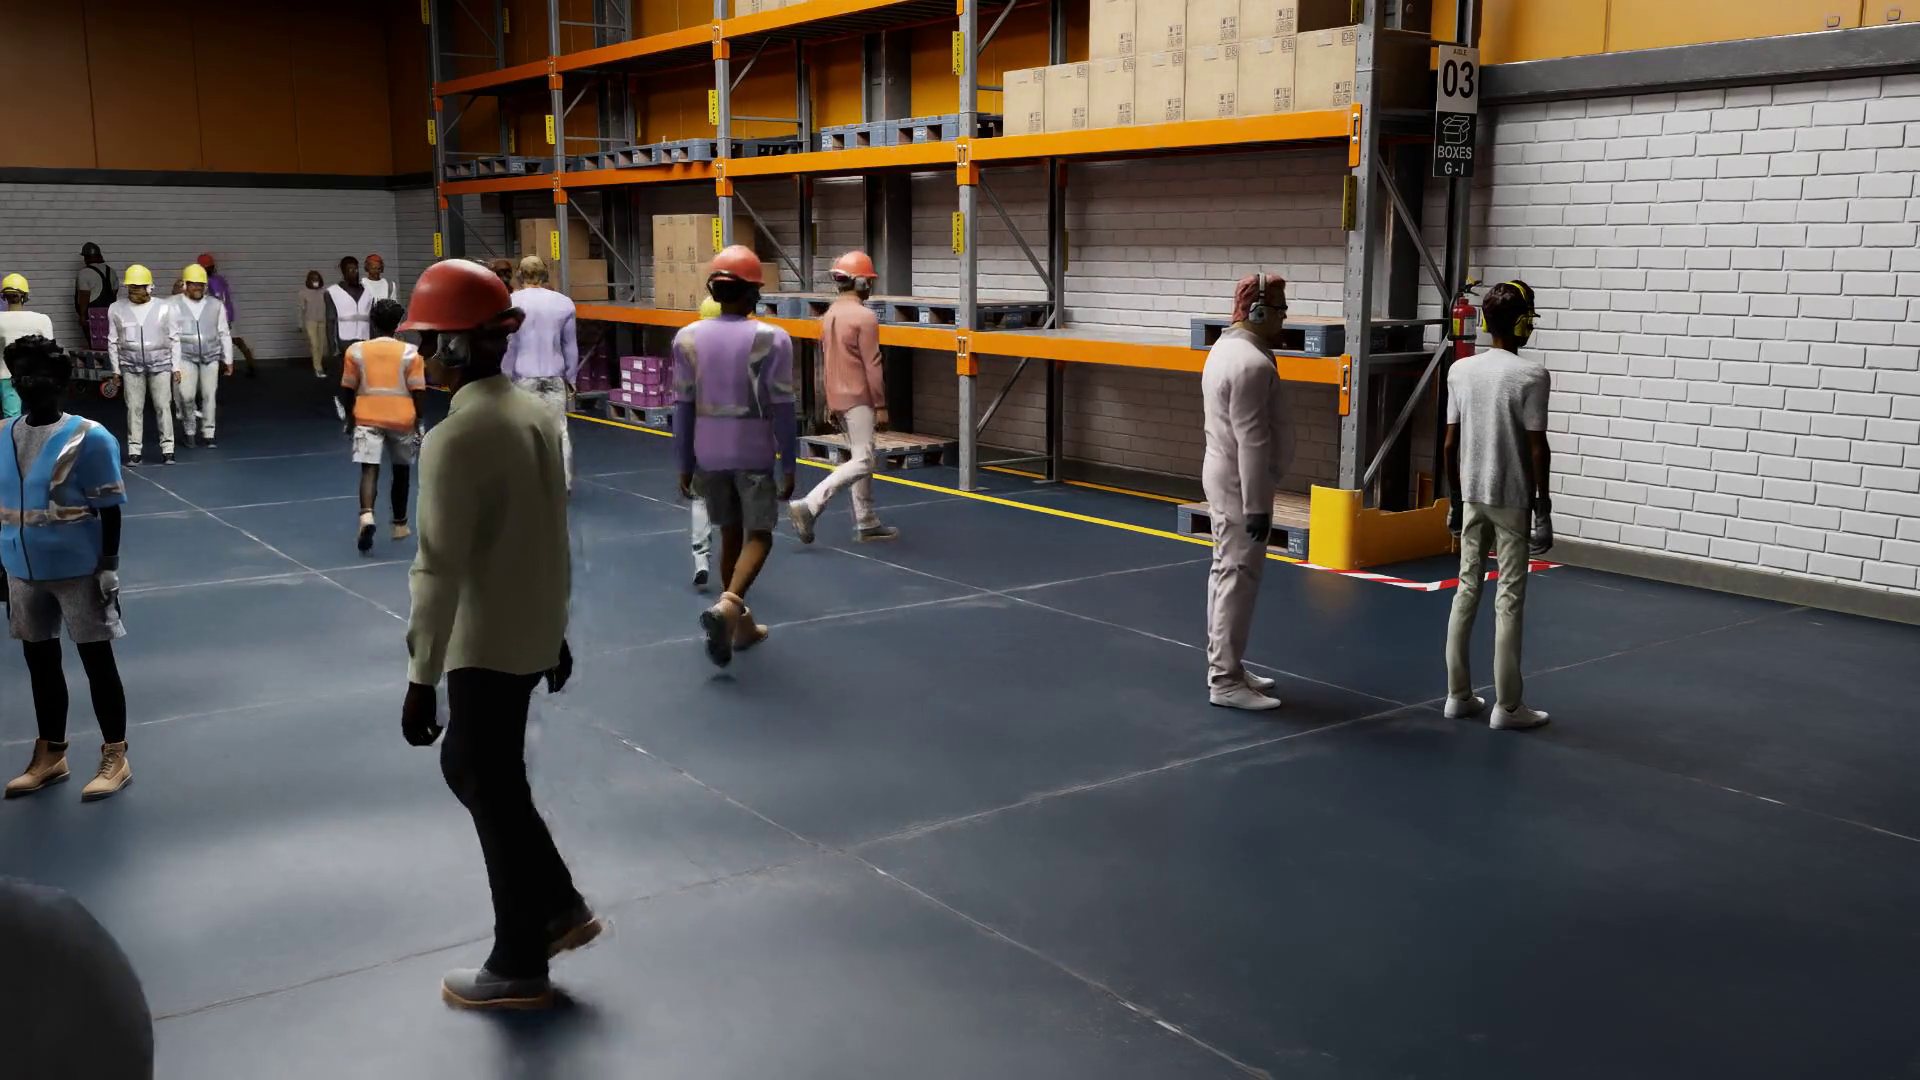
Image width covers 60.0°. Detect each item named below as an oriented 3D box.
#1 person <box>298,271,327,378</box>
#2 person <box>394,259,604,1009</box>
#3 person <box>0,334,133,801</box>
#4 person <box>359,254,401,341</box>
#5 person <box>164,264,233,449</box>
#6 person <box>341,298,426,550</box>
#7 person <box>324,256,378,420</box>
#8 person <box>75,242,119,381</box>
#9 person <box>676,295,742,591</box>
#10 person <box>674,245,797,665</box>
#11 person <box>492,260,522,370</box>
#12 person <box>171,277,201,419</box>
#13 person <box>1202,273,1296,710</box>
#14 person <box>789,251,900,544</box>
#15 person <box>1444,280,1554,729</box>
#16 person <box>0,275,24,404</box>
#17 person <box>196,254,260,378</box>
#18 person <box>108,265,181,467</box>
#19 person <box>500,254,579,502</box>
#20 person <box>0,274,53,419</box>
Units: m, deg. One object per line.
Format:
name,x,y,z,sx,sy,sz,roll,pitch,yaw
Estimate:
person,-9.629,-3.233,24.989,0.526,1.599,0.688,-9,14,-42
person,-1.233,0.274,4.315,0.441,1.978,0.644,1,10,7
person,-3.291,0.105,6.053,0.540,1.700,0.315,2,10,10
person,-7.300,-2.620,20.799,0.573,1.885,0.354,-7,13,-36
person,-7.467,-1.792,16.330,0.626,1.818,0.451,-7,12,-34
person,-3.836,-0.769,11.056,0.568,1.658,0.801,-2,10,-10
person,-6.784,-2.207,18.495,0.840,1.891,0.596,8,13,37
person,-12.780,-3.368,24.556,0.537,2.000,0.684,3,10,15
person,-1.391,-0.559,9.701,0.484,1.731,0.367,1,10,3
person,-1.100,-0.398,8.007,0.615,2.021,0.833,3,10,15
person,-5.106,-2.211,18.641,0.429,1.840,0.632,8,13,38
person,-8.947,-2.214,19.235,0.285,1.631,0.501,1,10,8
person,1.261,-0.208,7.275,0.399,1.897,0.647,0,10,0
person,-0.764,-0.924,11.047,0.817,1.972,0.621,-6,12,-28
person,2.264,-0.143,6.969,0.328,1.872,0.510,-8,13,-38
person,-12.106,-2.628,20.875,0.628,1.874,0.799,-3,10,-15
person,-10.975,-3.293,24.655,1.051,1.859,0.630,-3,11,-16
person,-7.404,-1.580,15.129,0.594,1.828,0.403,-4,11,-21
person,-3.274,-1.241,12.929,0.635,1.936,0.351,-6,12,-30
person,-7.922,-1.358,14.066,0.533,1.768,0.311,-5,11,-25
